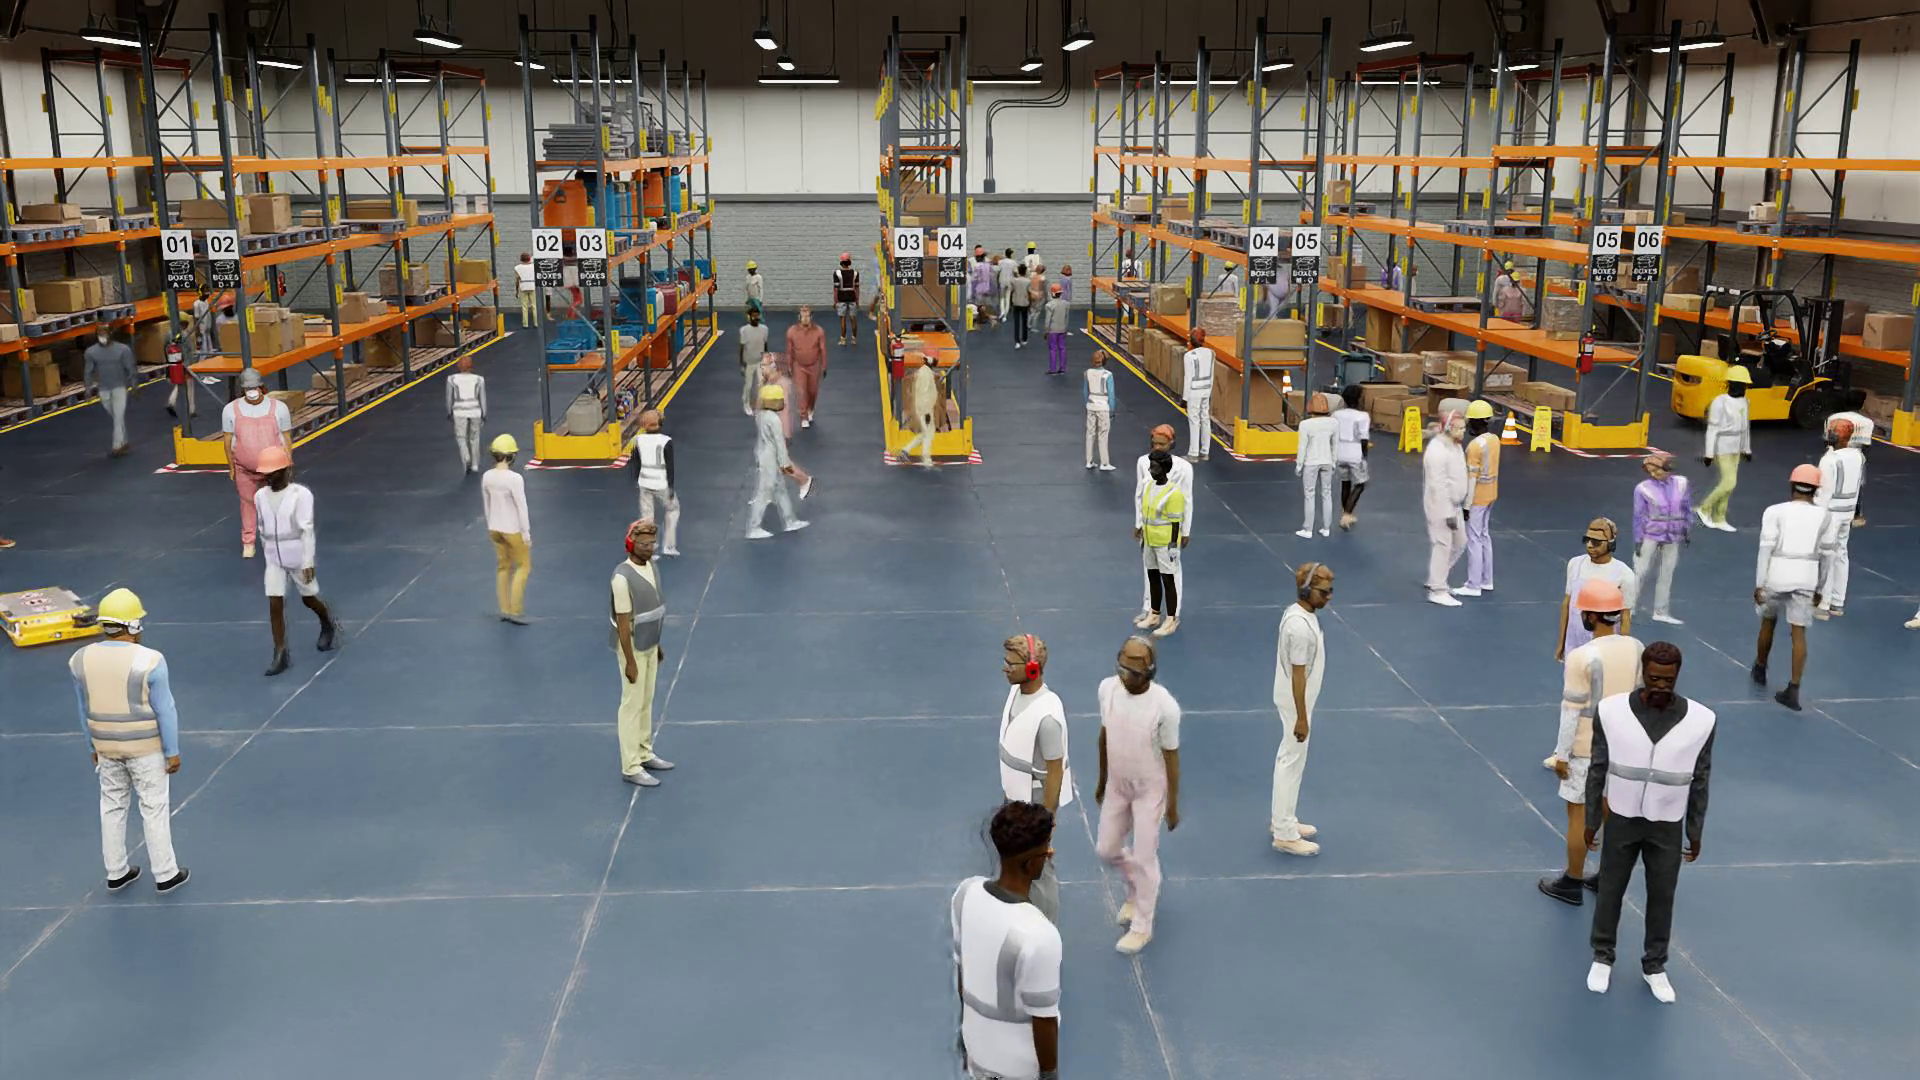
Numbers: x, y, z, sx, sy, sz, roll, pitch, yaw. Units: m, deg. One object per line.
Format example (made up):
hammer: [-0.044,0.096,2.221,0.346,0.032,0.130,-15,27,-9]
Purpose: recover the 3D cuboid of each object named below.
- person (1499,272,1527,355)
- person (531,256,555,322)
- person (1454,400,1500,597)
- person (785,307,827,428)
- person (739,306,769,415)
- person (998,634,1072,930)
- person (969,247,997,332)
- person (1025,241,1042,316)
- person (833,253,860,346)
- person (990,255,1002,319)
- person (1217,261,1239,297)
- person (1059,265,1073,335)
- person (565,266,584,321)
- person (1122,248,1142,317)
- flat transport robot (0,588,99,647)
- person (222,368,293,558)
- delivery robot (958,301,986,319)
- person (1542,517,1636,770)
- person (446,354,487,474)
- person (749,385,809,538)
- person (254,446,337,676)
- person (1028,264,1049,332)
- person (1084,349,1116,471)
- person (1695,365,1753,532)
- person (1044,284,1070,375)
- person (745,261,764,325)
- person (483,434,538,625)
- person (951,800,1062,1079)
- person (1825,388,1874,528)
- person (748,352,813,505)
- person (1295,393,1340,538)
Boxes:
person: [11.647,-4.762,35.059,0.543,1.744,0.654,4,14,18]
person: [-10.432,-6.480,41.733,0.605,2.036,0.393,-9,16,-34]
person: [5.057,-0.411,16.284,0.388,1.916,0.584,10,16,36]
person: [-2.426,-2.747,26.245,0.650,1.886,0.749,-3,14,-12]
person: [-3.347,-2.879,26.918,0.538,1.845,0.852,-5,14,-21]
person: [0.385,1.385,8.816,0.376,1.844,0.573,-4,14,-17]
person: [0.555,-5.903,39.323,0.836,2.019,0.631,10,17,37]
person: [1.871,-6.794,43.292,0.383,1.928,0.588,12,18,42]
person: [-2.521,-5.305,36.734,0.609,2.044,0.396,-5,14,-22]
person: [0.948,-6.486,42.650,0.516,1.624,0.368,-11,17,-38]
person: [6.196,-5.560,38.405,0.532,1.771,0.304,10,16,36]
person: [2.474,-5.614,38.981,0.335,1.628,0.528,-6,14,-22]
person: [-9.558,-6.352,41.318,0.436,1.970,0.632,-5,14,-20]
person: [4.217,-6.284,41.227,0.579,1.881,0.342,-2,13,-10]
flat transport robot: [-8.409,0.672,15.212,0.652,0.197,1.431,-10,17,-37]
person: [-7.479,-0.827,17.770,0.686,2.000,0.538,-6,14,-23]
delivery robot: [0.286,-5.692,41.362,0.707,0.478,0.477,-10,16,-36]
person: [4.376,0.744,11.534,0.346,1.846,0.506,-11,17,-40]
person: [-6.583,-1.670,22.241,0.523,1.619,0.613,-6,15,-24]
person: [-2.030,-0.879,18.690,0.815,1.709,0.498,-5,14,-19]
person: [-5.639,0.122,14.059,0.545,1.909,0.912,2,13,7]
person: [1.855,-5.740,39.501,0.419,1.619,0.536,-13,18,-43]
person: [1.891,-1.761,22.584,0.514,1.642,0.310,13,18,43]
person: [8.774,-1.035,18.925,0.591,1.912,0.410,-10,16,-35]
person: [1.850,-4.061,32.079,0.563,1.755,0.323,-9,16,-35]
person: [-4.774,-5.571,38.491,0.531,1.755,0.341,10,17,37]
person: [-4.136,-0.094,15.262,0.539,1.767,0.334,9,16,35]
person: [0.131,1.928,6.319,0.688,1.952,0.611,-8,16,-31]
person: [10.086,-0.907,18.956,0.902,1.649,0.544,-9,16,-35]
person: [-2.229,-1.361,20.368,0.709,1.887,0.650,-6,15,-25]
person: [4.002,-0.833,18.670,0.498,1.634,0.281,-4,14,-15]
